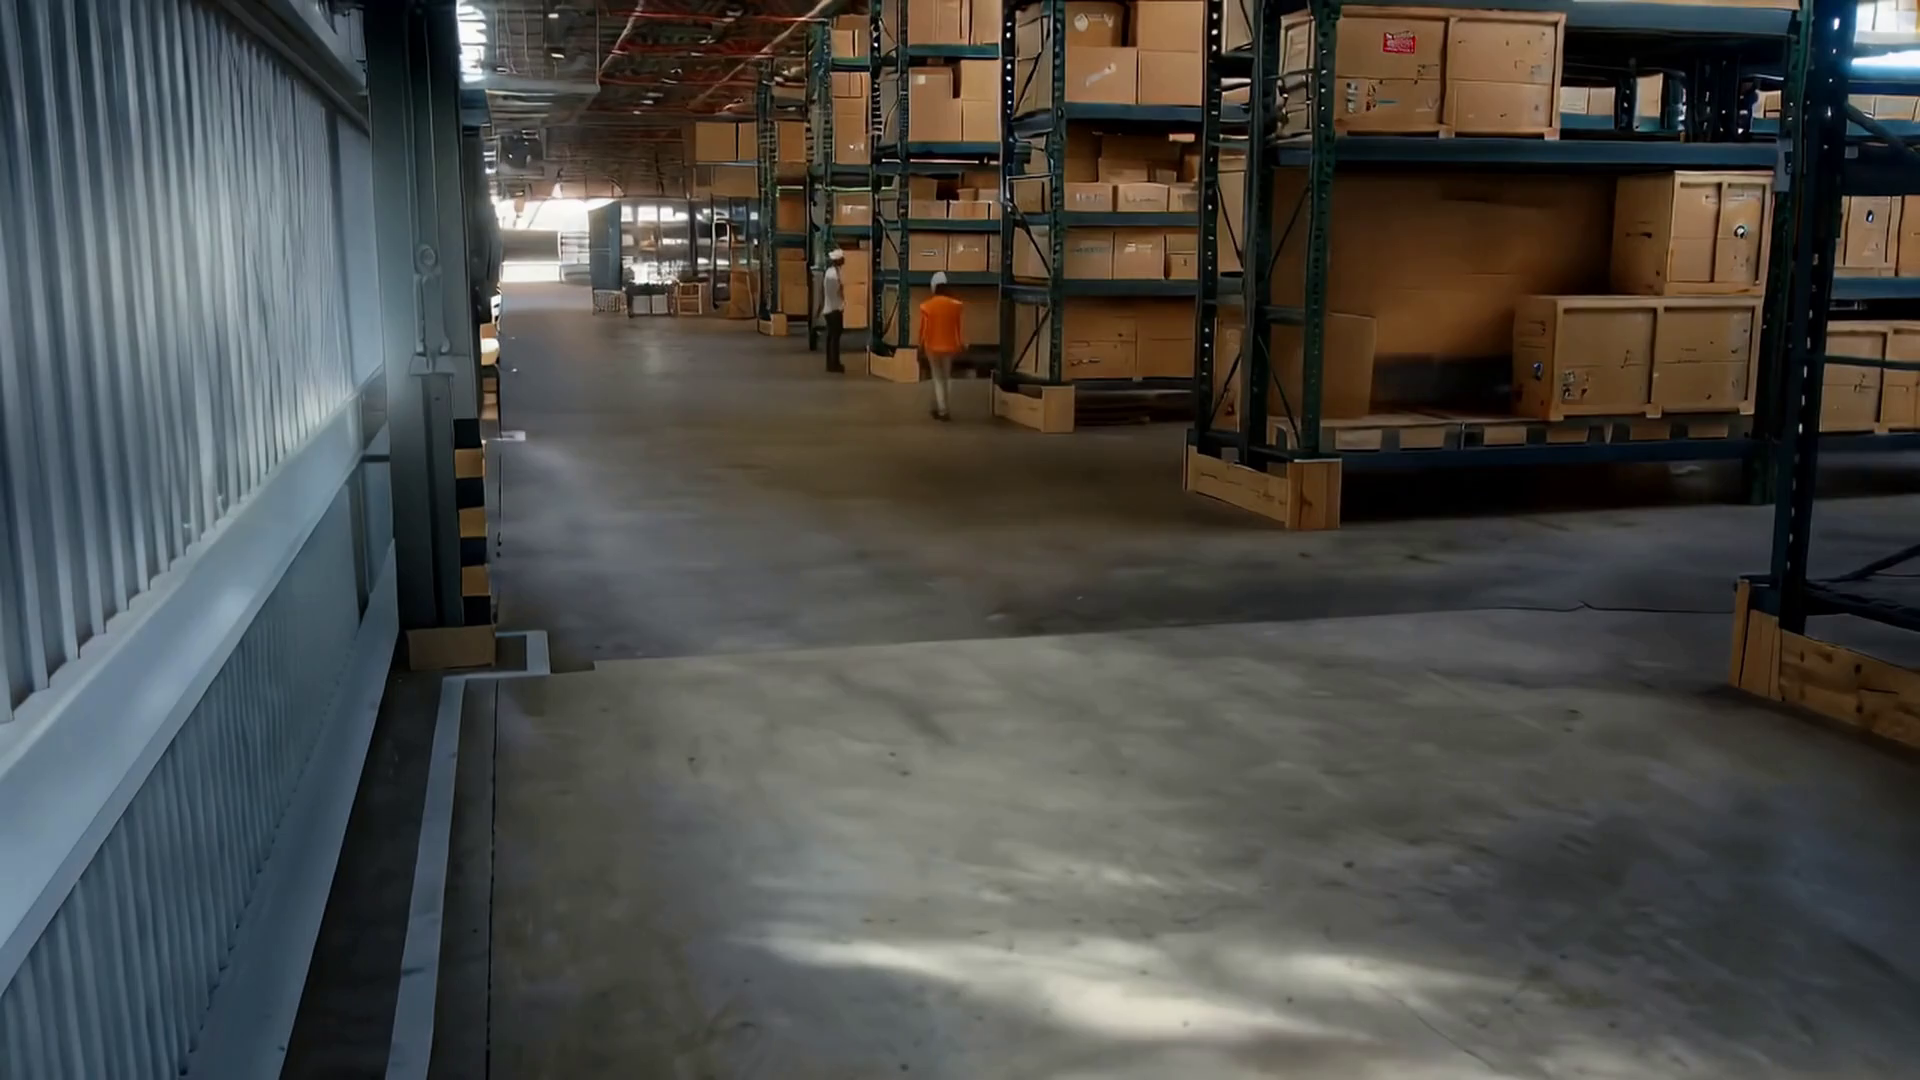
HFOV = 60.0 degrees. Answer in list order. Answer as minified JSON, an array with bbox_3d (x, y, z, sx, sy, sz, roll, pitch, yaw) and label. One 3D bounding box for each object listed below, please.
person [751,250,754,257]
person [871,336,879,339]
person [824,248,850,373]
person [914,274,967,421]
[{"bbox_3d":[-9.125,-11.897,73.670,0.570,1.843,0.373,-2,10,-13],"label":"person"},{"bbox_3d":[-1.330,-4.903,34.242,0.980,1.776,0.609,-4,11,-20],"label":"person"},{"bbox_3d":[-1.994,-3.691,26.807,0.391,1.986,0.608,-3,11,-19],"label":"person"},{"bbox_3d":[-0.242,-2.259,19.488,0.582,1.696,0.911,-3,10,-15],"label":"person"}]
